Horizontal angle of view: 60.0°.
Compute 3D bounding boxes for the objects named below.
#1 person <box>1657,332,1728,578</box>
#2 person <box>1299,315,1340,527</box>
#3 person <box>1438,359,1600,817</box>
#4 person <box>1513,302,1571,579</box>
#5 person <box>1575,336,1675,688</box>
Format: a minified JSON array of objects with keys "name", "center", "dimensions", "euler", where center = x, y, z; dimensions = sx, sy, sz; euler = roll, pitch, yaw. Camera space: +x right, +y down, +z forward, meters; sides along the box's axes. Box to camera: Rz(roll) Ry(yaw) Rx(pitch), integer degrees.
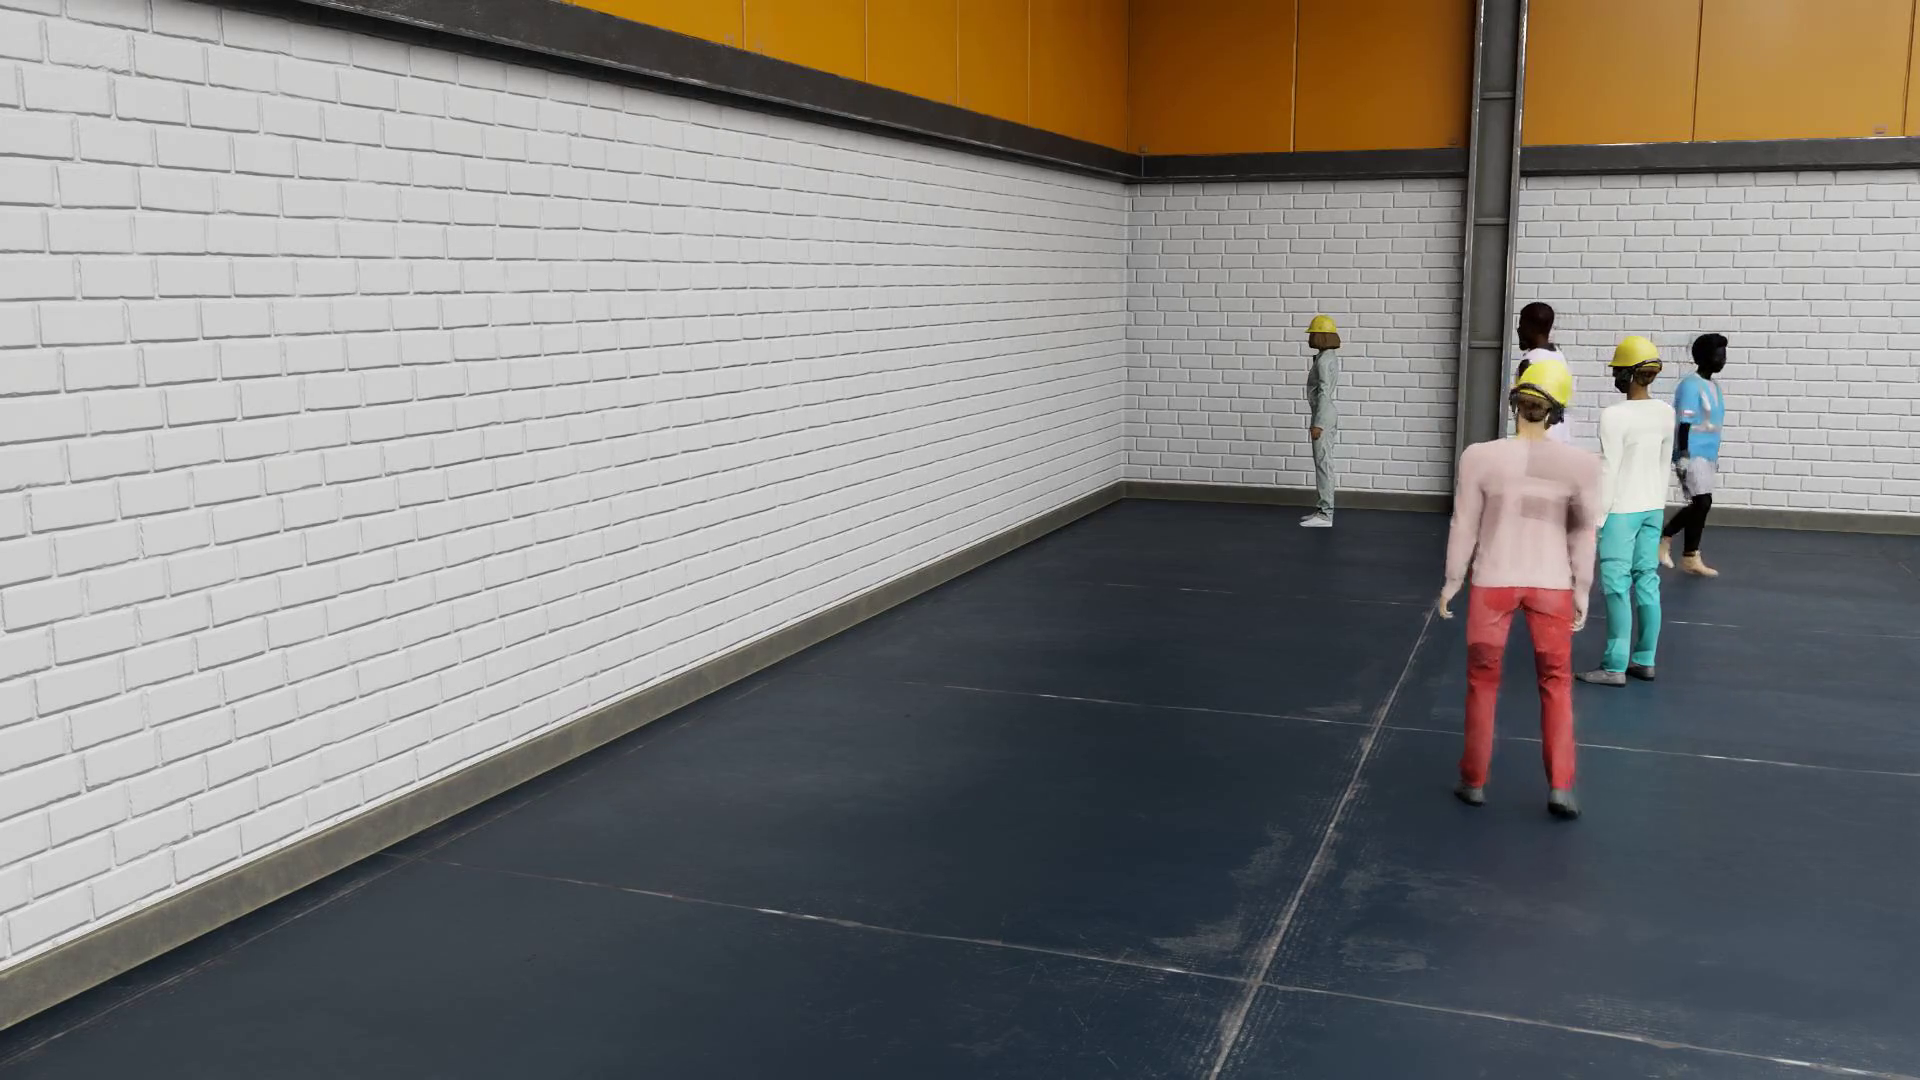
[{"name":"person","center":[5.016,-0.572,11.327],"dimensions":[0.544,1.683,0.387],"euler":[-9,13,-44]},{"name":"person","center":[2.972,-0.981,13.747],"dimensions":[0.295,1.743,0.492],"euler":[3,9,16]},{"name":"person","center":[2.133,0.198,6.369],"dimensions":[0.580,1.752,0.442],"euler":[2,9,12]},{"name":"person","center":[3.862,-0.625,11.027],"dimensions":[0.654,1.901,0.596],"euler":[7,11,38]},{"name":"person","center":[3.367,-0.141,8.402],"dimensions":[0.533,1.768,0.310],"euler":[-5,11,-31]}]
